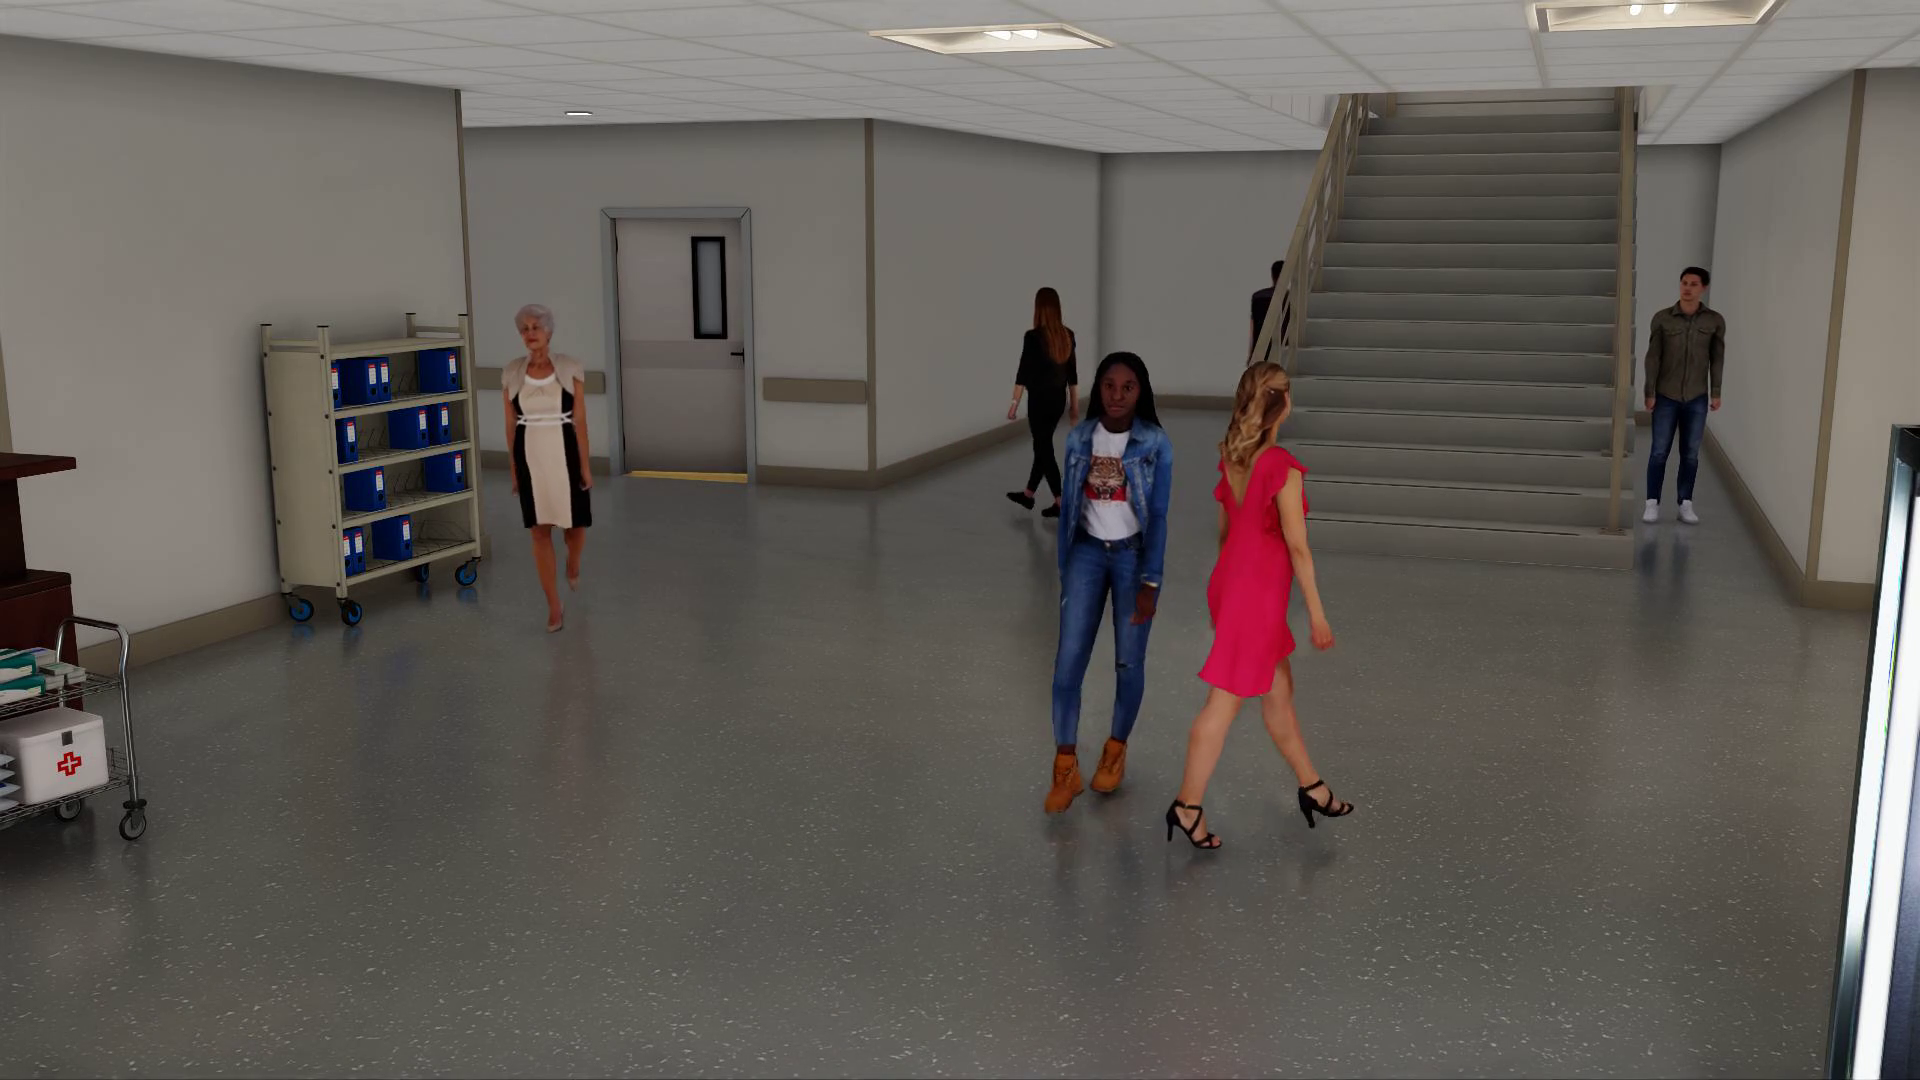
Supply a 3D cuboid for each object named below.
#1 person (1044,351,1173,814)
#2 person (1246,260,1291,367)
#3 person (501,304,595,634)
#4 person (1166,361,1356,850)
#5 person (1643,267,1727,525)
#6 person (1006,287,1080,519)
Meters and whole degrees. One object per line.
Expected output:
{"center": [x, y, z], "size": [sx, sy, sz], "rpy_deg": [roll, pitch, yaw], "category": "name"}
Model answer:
{"center": [0.613, 0.144, 6.281], "size": [0.595, 1.691, 0.810], "rpy_deg": [5, 12, 23], "category": "person"}
{"center": [2.880, -1.641, 15.309], "size": [0.779, 1.832, 0.953], "rpy_deg": [5, 12, 25], "category": "person"}
{"center": [-2.187, -0.390, 8.985], "size": [0.867, 1.732, 1.040], "rpy_deg": [-1, 11, -5], "category": "person"}
{"center": [0.905, 0.258, 5.701], "size": [0.969, 1.683, 0.987], "rpy_deg": [-2, 11, -11], "category": "person"}
{"center": [5.264, -1.057, 12.138], "size": [0.722, 1.867, 0.617], "rpy_deg": [3, 11, 13], "category": "person"}
{"center": [0.683, -0.976, 12.214], "size": [1.032, 1.680, 1.005], "rpy_deg": [-8, 13, -36], "category": "person"}
